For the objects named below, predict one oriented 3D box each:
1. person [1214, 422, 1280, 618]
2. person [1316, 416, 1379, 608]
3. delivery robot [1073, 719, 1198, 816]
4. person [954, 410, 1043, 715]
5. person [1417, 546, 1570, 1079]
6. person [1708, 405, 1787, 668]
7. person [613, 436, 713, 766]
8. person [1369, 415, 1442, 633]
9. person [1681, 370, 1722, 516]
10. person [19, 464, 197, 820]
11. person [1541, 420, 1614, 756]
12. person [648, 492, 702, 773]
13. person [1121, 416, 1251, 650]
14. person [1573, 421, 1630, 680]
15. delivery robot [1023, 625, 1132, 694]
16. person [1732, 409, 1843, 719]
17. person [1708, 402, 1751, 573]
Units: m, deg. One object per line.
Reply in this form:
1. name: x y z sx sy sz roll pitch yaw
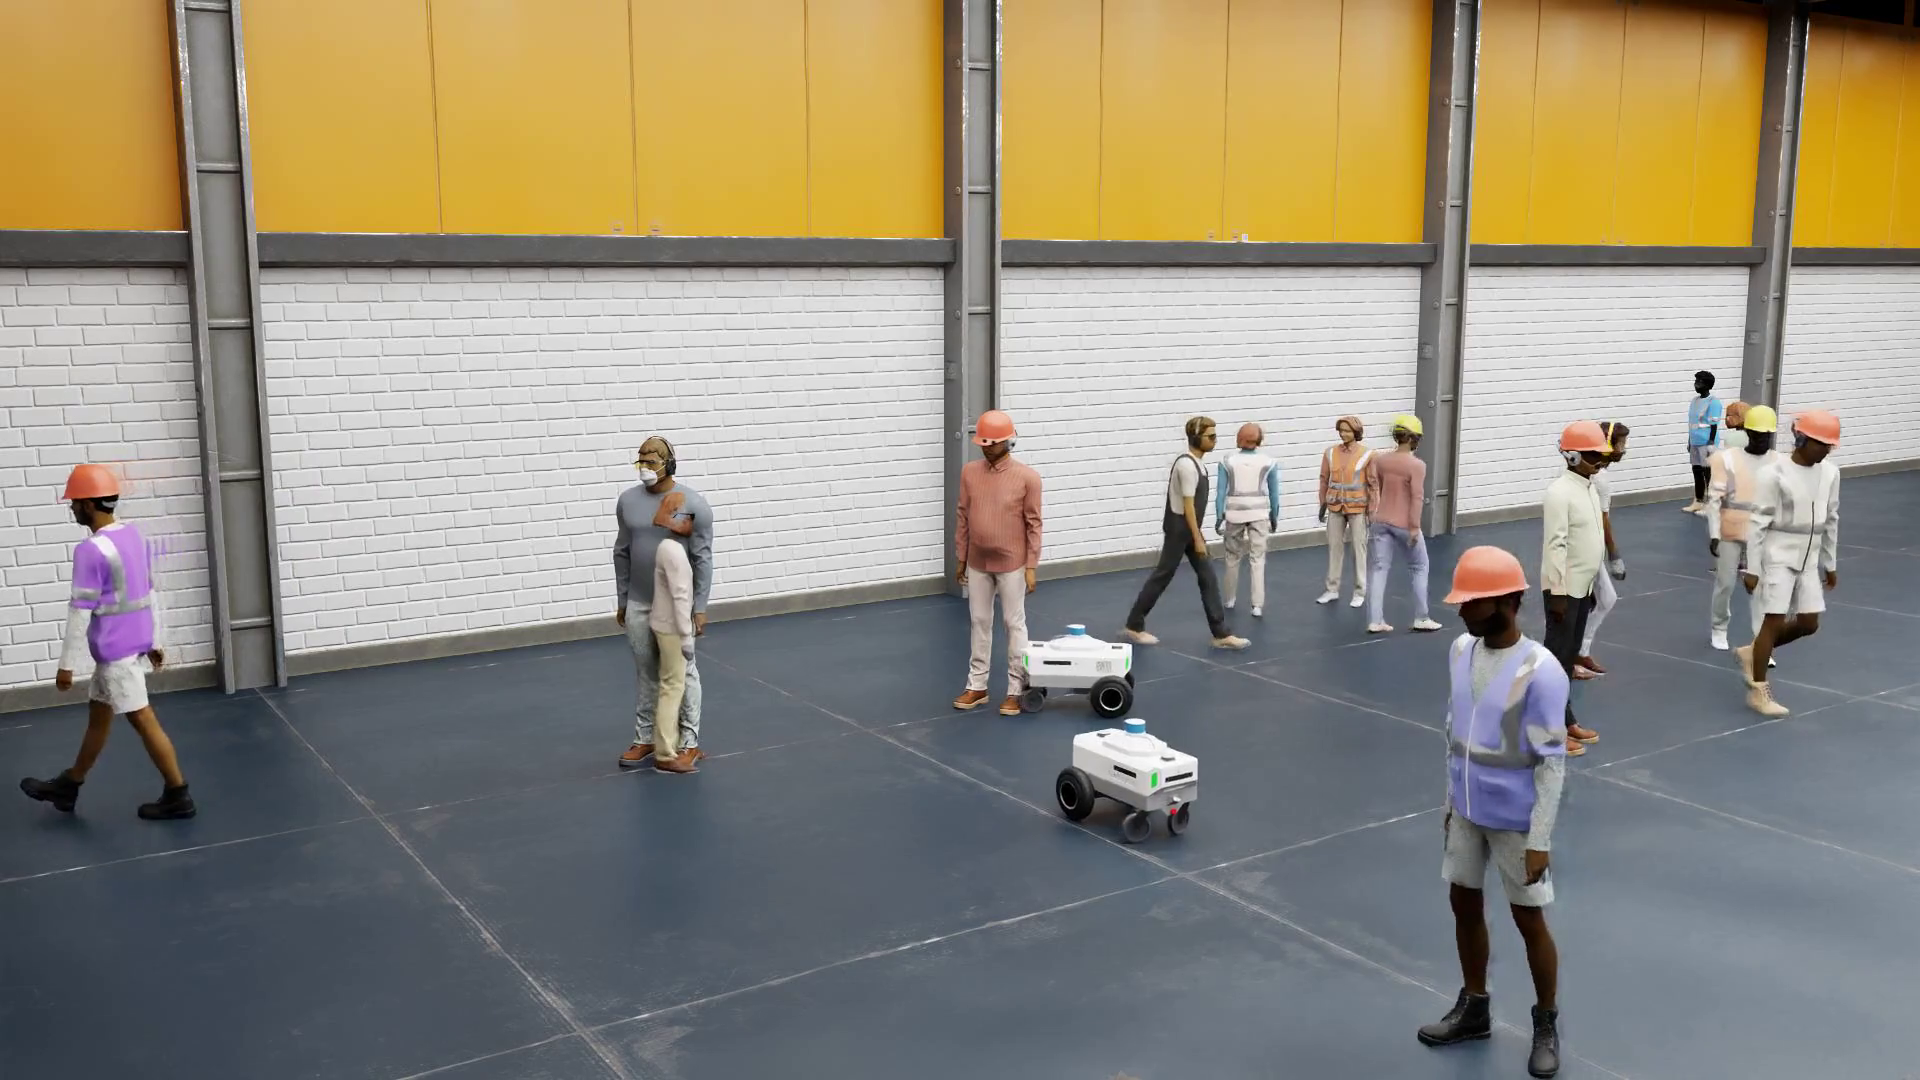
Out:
1. person: 2.399 -0.178 13.909 0.535 1.623 0.531 2 10 12
2. person: 3.308 -0.246 14.199 0.522 1.638 0.310 7 12 37
3. delivery robot: 0.907 1.172 8.632 0.477 0.478 0.707 -6 11 -33
4. person: 0.231 0.145 10.804 0.608 1.985 0.395 5 11 29
5. person: 2.000 0.977 6.043 0.545 1.915 0.602 -5 11 -27
6. person: 5.840 -0.059 12.327 0.591 1.891 0.856 2 10 12
7. person: -1.722 0.365 9.616 0.628 1.940 0.373 3 10 20
8. person: 3.527 -0.122 13.174 0.699 1.733 0.525 -7 11 -35
9. person: 8.644 -1.127 19.358 0.321 1.690 0.536 -1 9 -7
10. person: -4.493 0.548 8.656 0.972 1.884 0.572 0 9 -1
11. person: 3.676 0.276 9.986 0.377 1.995 0.608 7 12 36
12. person: -1.641 0.528 9.586 0.299 1.625 0.514 -4 10 -20
13. person: 1.690 -0.050 12.589 0.992 1.796 0.495 4 10 23
14. person: 4.412 0.088 11.587 0.541 1.838 0.537 3 10 18
15. delivery robot: 0.766 0.798 10.886 0.707 0.478 0.477 1 10 7
16. person: 5.359 0.134 10.809 0.698 2.005 0.644 -3 10 -17
17. person: 7.316 -0.489 15.684 0.497 1.632 0.289 -7 12 -36
